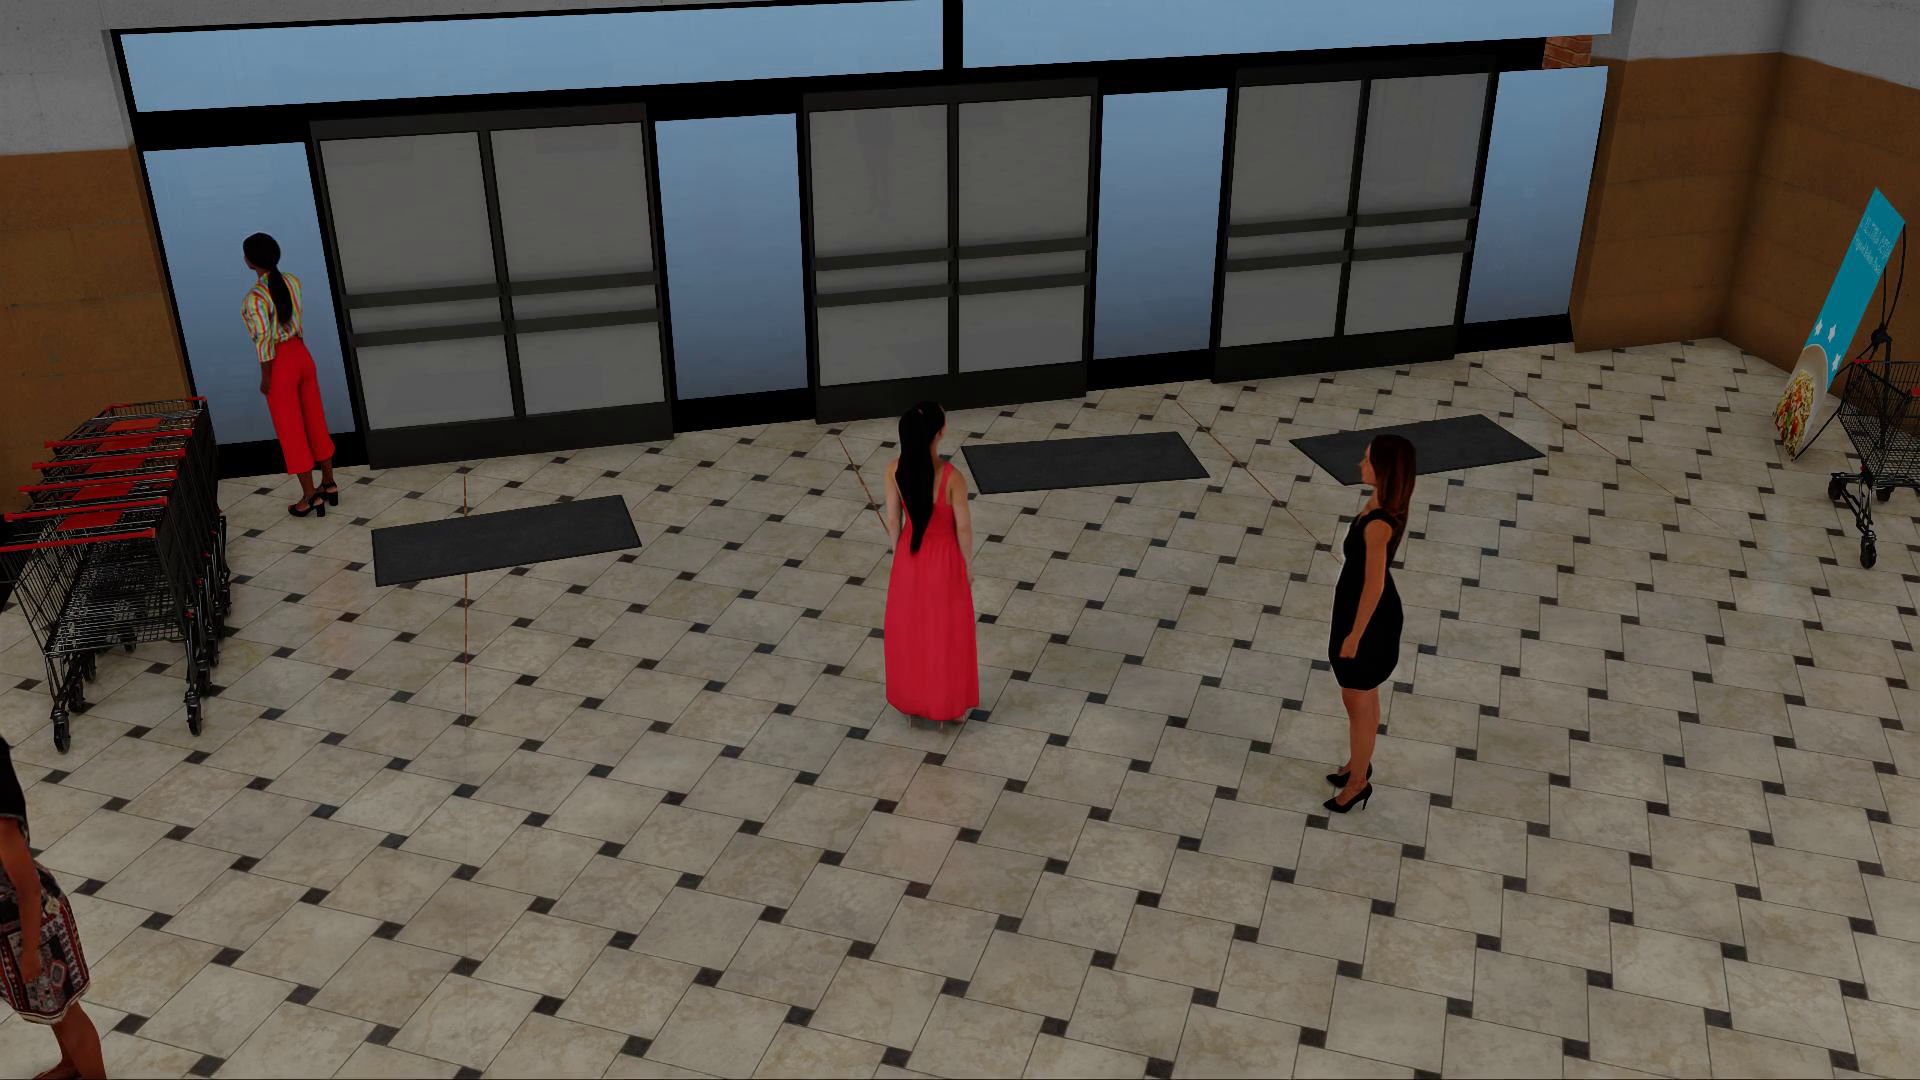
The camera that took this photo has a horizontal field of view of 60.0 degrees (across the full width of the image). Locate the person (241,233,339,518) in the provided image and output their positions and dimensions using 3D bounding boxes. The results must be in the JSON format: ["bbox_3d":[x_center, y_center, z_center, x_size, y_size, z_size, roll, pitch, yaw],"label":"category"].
[{"bbox_3d":[-4.067,-0.990,10.078,0.748,1.792,0.648,9,28,17],"label":"person"}]

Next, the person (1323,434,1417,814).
[{"bbox_3d":[1.788,0.387,7.316,0.725,1.835,0.630,8,28,16],"label":"person"}]

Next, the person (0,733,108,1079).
[{"bbox_3d":[-3.216,1.307,5.712,0.783,1.645,0.636,-22,34,-37],"label":"person"}]

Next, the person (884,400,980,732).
[{"bbox_3d":[-0.146,0.139,7.924,0.713,1.727,0.747,10,28,18],"label":"person"}]
